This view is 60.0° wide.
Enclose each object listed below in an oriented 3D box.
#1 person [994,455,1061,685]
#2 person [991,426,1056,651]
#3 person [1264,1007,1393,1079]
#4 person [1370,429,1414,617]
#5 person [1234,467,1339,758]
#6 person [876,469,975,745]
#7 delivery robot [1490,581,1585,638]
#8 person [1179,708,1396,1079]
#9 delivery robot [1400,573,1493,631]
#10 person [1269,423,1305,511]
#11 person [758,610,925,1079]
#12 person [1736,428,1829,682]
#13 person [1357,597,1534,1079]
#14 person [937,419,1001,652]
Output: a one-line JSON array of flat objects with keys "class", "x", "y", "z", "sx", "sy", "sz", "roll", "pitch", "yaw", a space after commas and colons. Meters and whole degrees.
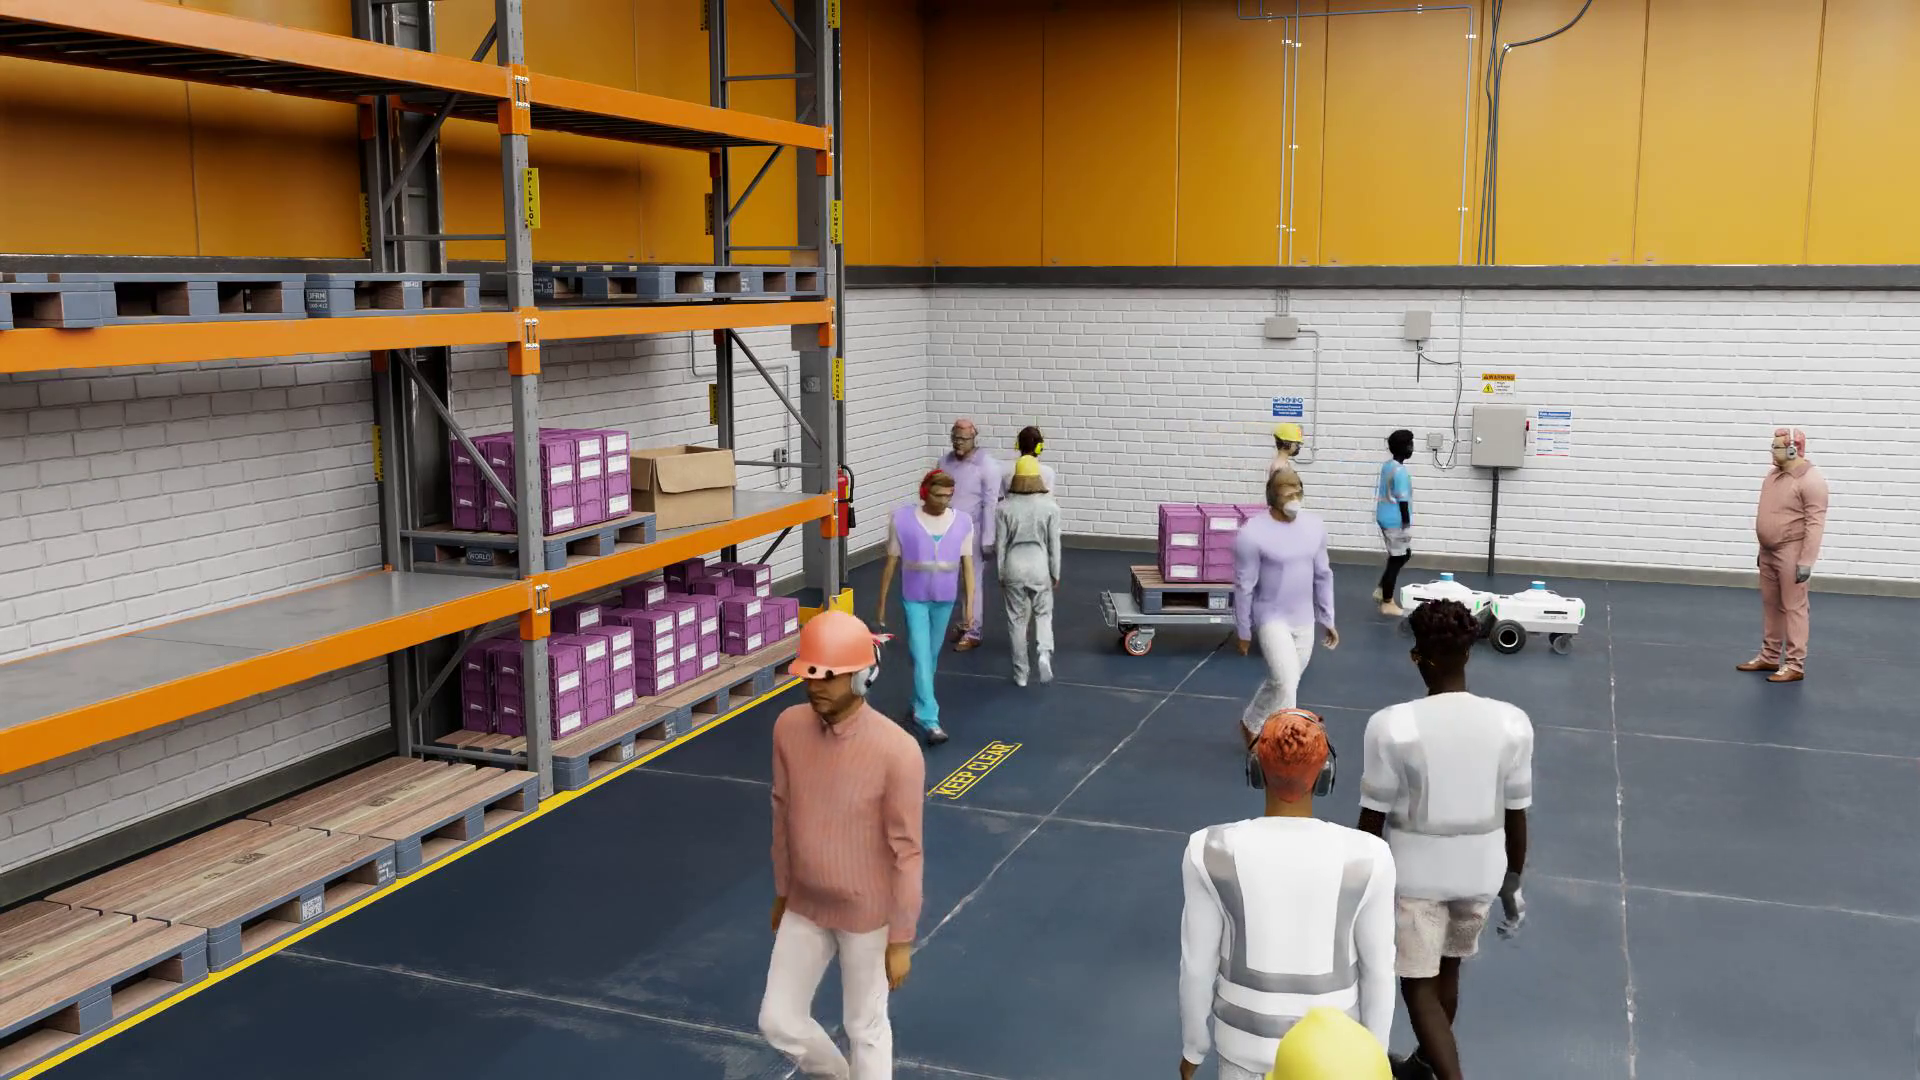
[{"class": "person", "x": 0.494, "y": 0.245, "z": 12.188, "sx": 0.487, "sy": 1.726, "sz": 0.498, "roll": 0, "pitch": 9, "yaw": 1}, {"class": "person", "x": 0.507, "y": -0.017, "z": 13.562, "sx": 0.545, "sy": 1.818, "sz": 0.933, "roll": 1, "pitch": 9, "yaw": 6}, {"class": "person", "x": 0.644, "y": 1.690, "z": 2.961, "sx": 0.521, "sy": 1.768, "sz": 0.331, "roll": -4, "pitch": 10, "yaw": -23}, {"class": "person", "x": 3.885, "y": -0.149, "z": 14.760, "sx": 0.373, "sy": 1.681, "sz": 0.554, "roll": 0, "pitch": 9, "yaw": 1}, {"class": "person", "x": 1.917, "y": 0.490, "z": 10.065, "sx": 0.628, "sy": 1.911, "sz": 0.952, "roll": -5, "pitch": 10, "yaw": -28}, {"class": "person", "x": -0.209, "y": 0.412, "z": 10.939, "sx": 0.610, "sy": 1.782, "sz": 0.979, "roll": -3, "pitch": 9, "yaw": -18}, {"class": "delivery robot", "x": 4.665, "y": 0.578, "z": 13.443, "sx": 0.707, "sy": 0.478, "sz": 0.477, "roll": 2, "pitch": 9, "yaw": 12}, {"class": "person", "x": 0.885, "y": 1.383, "z": 4.536, "sx": 0.572, "sy": 1.880, "sz": 0.356, "roll": 1, "pitch": 9, "yaw": 8}, {"class": "delivery robot", "x": 4.036, "y": 0.517, "z": 13.829, "sx": 0.707, "sy": 0.478, "sz": 0.477, "roll": 7, "pitch": 11, "yaw": 37}, {"class": "person", "x": 2.792, "y": -0.161, "z": 14.662, "sx": 0.557, "sy": 1.739, "sz": 0.543, "roll": 2, "pitch": 9, "yaw": 13}, {"class": "person", "x": -0.392, "y": 1.196, "z": 5.385, "sx": 0.647, "sy": 1.979, "sz": 0.437, "roll": 6, "pitch": 11, "yaw": 34}, {"class": "person", "x": 6.163, "y": 0.110, "z": 12.458, "sx": 0.399, "sy": 1.905, "sz": 0.642, "roll": -1, "pitch": 9, "yaw": -5}, {"class": "person", "x": 1.685, "y": 1.166, "z": 5.738, "sx": 0.604, "sy": 1.940, "sz": 0.903, "roll": -1, "pitch": 9, "yaw": -8}, {"class": "person", "x": 0.018, "y": -0.039, "z": 13.439, "sx": 0.663, "sy": 1.886, "sz": 0.419, "roll": 7, "pitch": 12, "yaw": 39}]
